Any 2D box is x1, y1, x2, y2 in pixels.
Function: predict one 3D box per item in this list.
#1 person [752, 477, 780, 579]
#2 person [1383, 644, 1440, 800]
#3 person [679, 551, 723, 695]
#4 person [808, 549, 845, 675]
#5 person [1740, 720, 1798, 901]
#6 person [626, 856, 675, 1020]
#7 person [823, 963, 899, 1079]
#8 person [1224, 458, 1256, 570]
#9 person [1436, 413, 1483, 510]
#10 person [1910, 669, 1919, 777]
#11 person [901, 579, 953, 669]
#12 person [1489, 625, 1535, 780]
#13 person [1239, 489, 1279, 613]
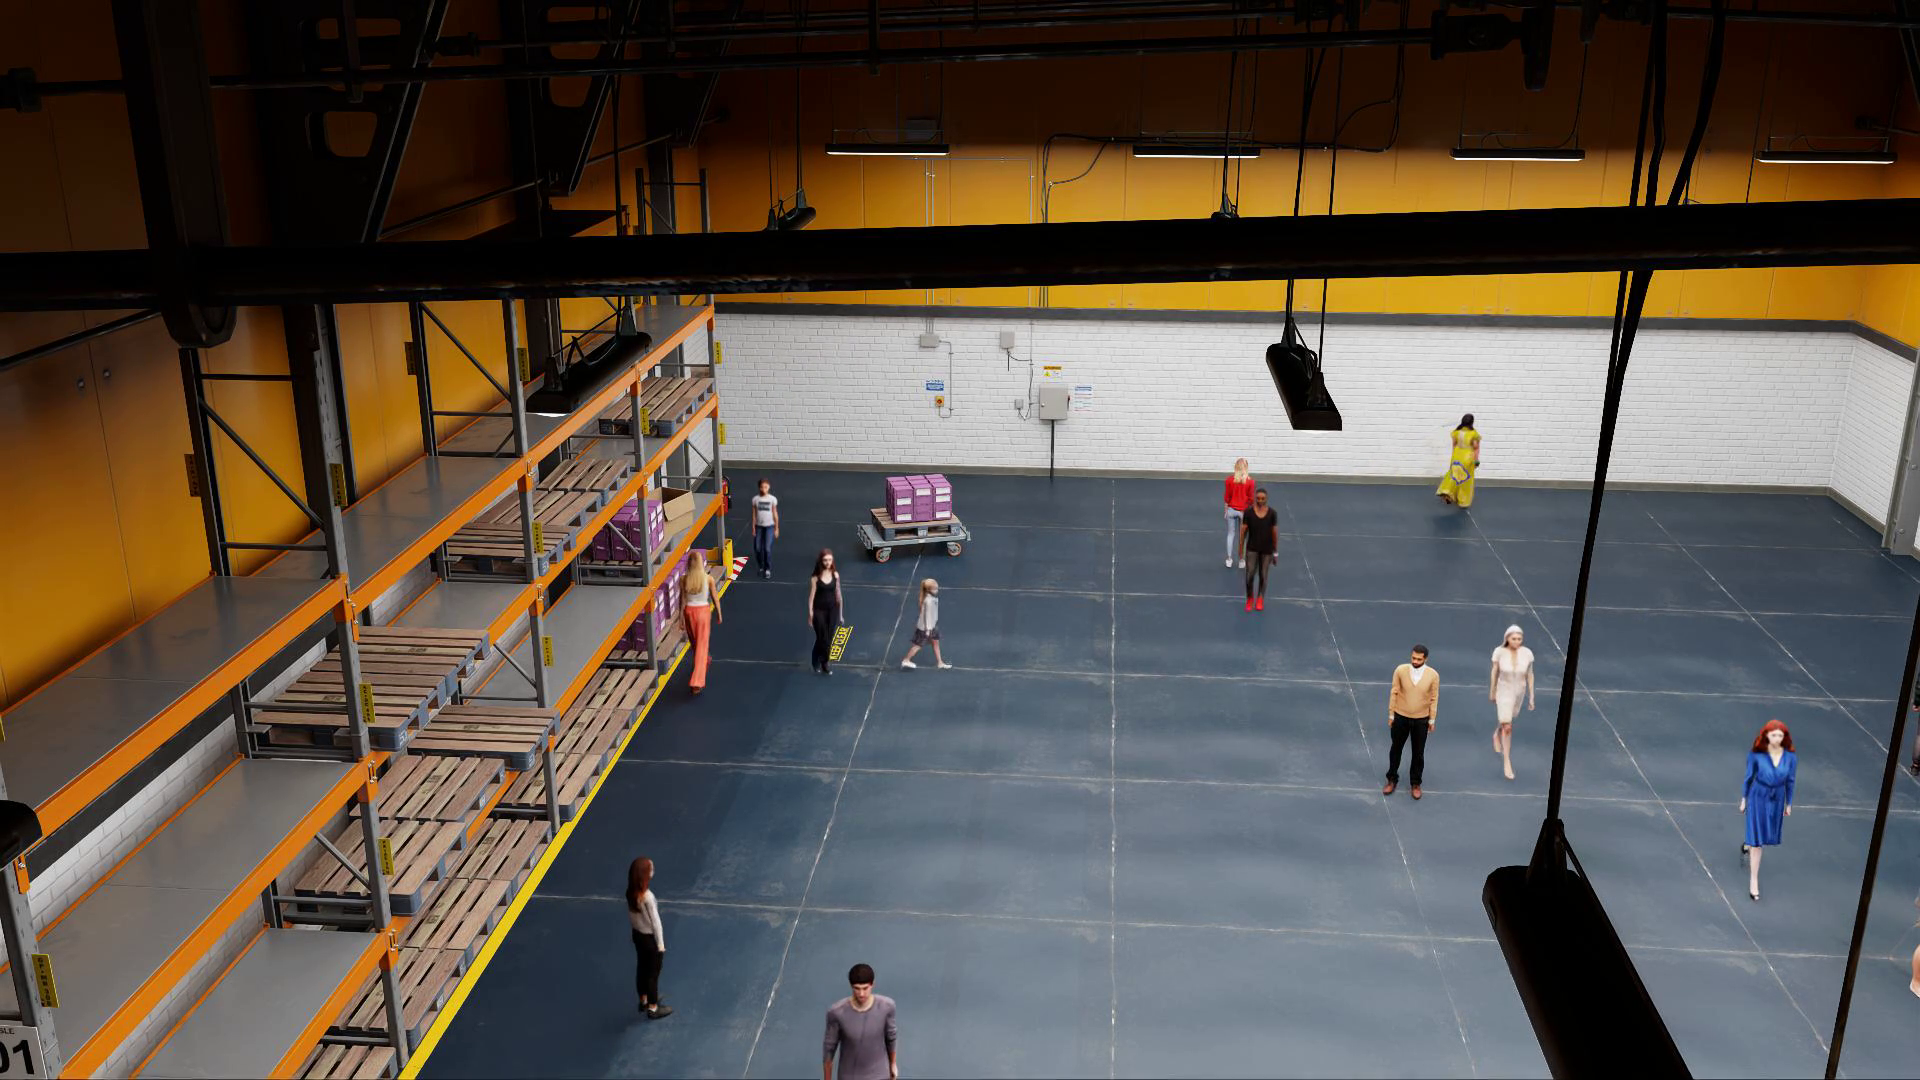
[{"bbox_3d":[-2.914,-0.214,24.801,0.596,1.554,0.613,-1,19,-2],"label":"person"},{"bbox_3d":[4.914,1.939,18.101,0.711,1.751,0.667,6,20,17],"label":"person"},{"bbox_3d":[-3.277,1.067,20.713,0.654,1.737,1.283,2,19,6],"label":"person"},{"bbox_3d":[-1.764,0.892,21.248,0.737,1.726,0.798,-11,22,-30],"label":"person"},{"bbox_3d":[7.816,2.564,16.158,0.681,1.805,1.028,4,19,11],"label":"person"},{"bbox_3d":[-2.692,3.388,14.214,0.667,1.485,0.620,-17,25,-41],"label":"person"},{"bbox_3d":[-0.727,3.887,12.239,0.890,1.799,1.245,-2,19,-7],"label":"person"},{"bbox_3d":[4.205,-0.412,25.159,0.615,1.702,0.527,3,19,9],"label":"person"},{"bbox_3d":[8.416,-1.301,27.883,1.069,1.647,1.140,17,25,40],"label":"person"},{"bbox_3d":[10.904,1.832,18.507,0.746,1.715,0.747,17,25,40],"label":"person"},{"bbox_3d":[-0.488,1.100,21.391,0.641,1.241,0.834,1,19,4],"label":"person"},{"bbox_3d":[6.169,1.757,18.737,0.650,1.689,1.178,1,19,2],"label":"person"},{"bbox_3d":[4.244,0.107,23.486,0.713,1.785,0.694,3,19,8],"label":"person"}]
